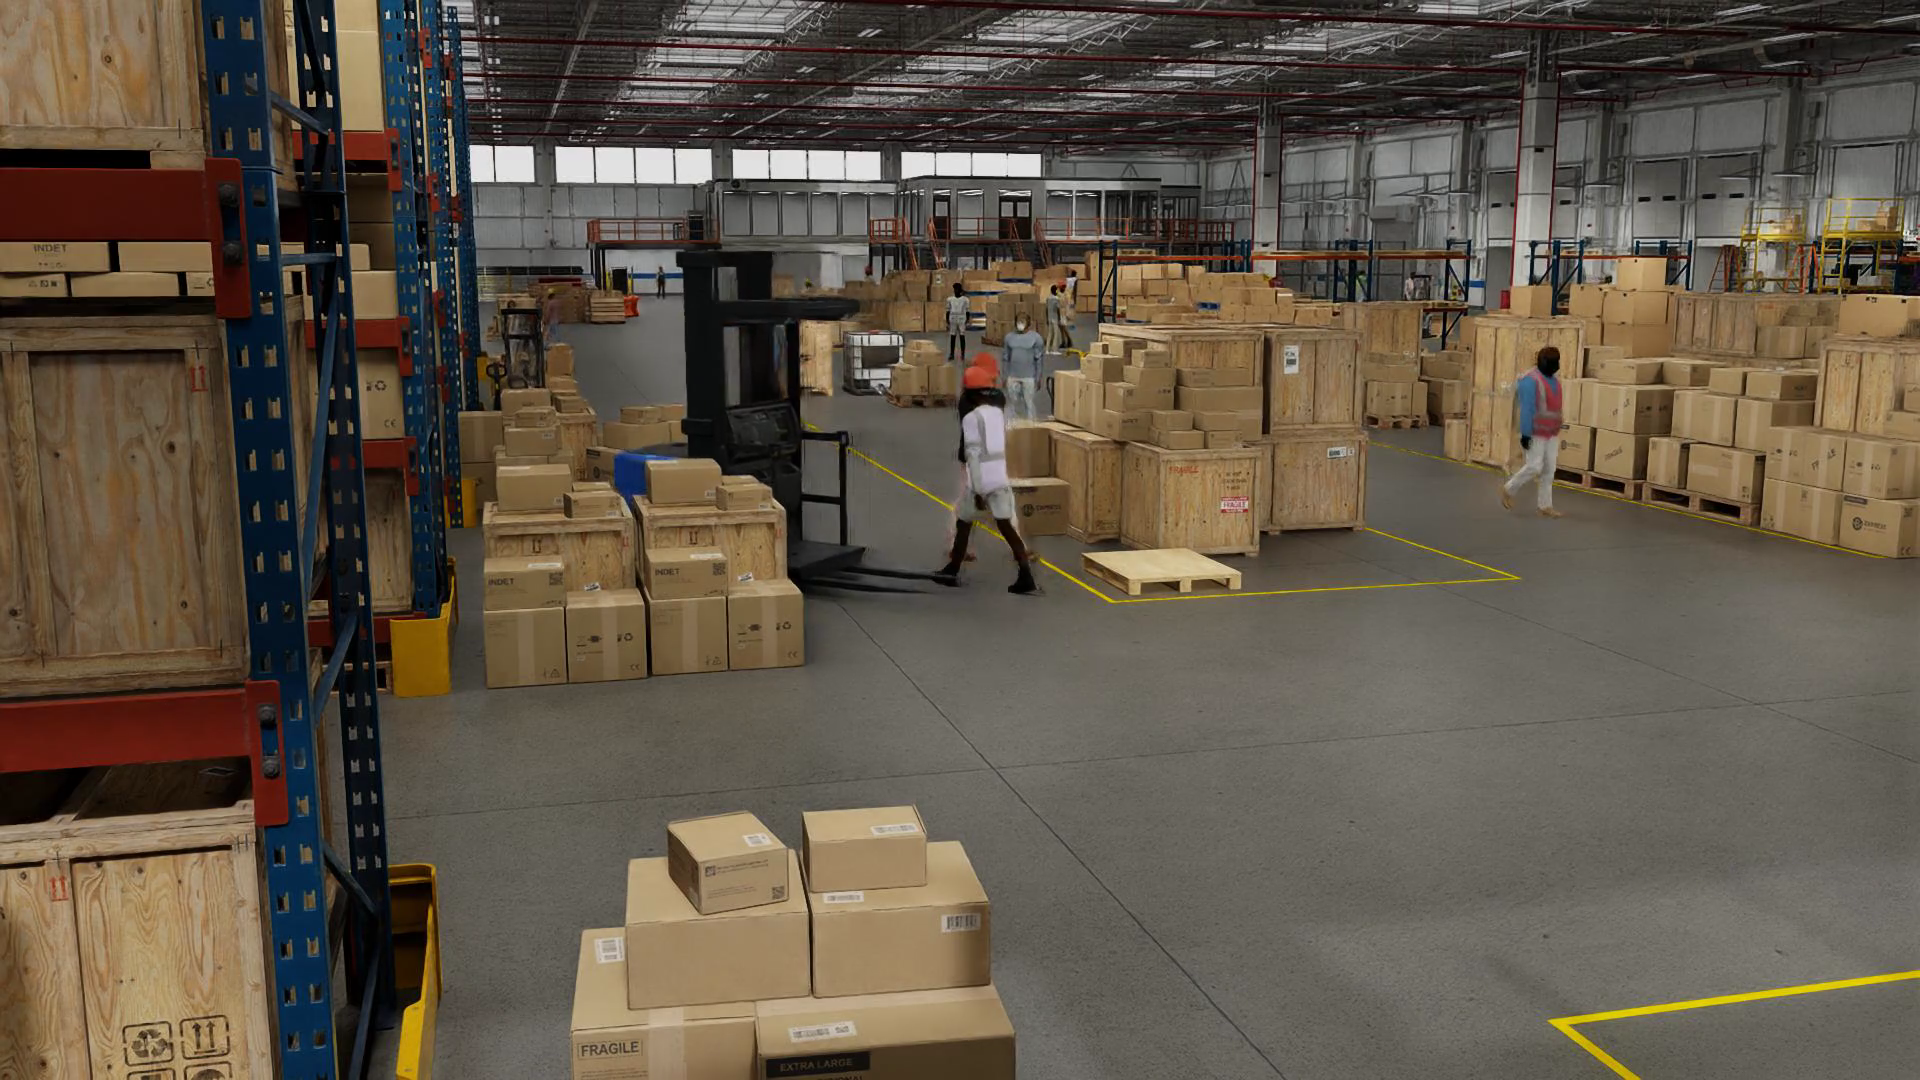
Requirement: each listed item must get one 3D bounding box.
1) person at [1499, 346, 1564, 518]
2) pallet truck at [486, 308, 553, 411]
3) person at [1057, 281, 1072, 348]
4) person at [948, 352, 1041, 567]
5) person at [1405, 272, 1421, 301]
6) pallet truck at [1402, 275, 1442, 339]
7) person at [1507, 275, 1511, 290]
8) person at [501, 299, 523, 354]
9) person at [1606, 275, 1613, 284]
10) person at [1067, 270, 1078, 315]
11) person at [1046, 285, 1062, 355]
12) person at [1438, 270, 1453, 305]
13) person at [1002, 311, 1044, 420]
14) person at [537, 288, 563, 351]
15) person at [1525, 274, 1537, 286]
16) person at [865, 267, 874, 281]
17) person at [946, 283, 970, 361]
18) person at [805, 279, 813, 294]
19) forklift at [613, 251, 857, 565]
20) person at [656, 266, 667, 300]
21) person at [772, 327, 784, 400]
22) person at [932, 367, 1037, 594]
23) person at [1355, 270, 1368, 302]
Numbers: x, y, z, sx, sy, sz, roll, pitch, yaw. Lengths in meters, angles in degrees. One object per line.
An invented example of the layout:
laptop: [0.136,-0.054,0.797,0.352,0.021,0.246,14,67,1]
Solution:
person: [6.126,-1.147,17.653,0.641,1.828,0.579,-7,12,-35]
pallet truck: [-6.242,-2.418,24.362,0.823,1.965,1.885,1,10,3]
person: [2.941,-6.357,46.953,0.381,1.903,0.582,-5,11,-27]
person: [0.261,-0.705,14.838,0.977,1.930,0.628,9,14,42]
person: [18.382,-9.973,67.601,0.620,1.840,0.430,4,11,24]
pallet truck: [14.620,-7.324,52.145,0.823,1.965,1.885,8,13,40]
person: [19.520,-8.416,58.699,1.009,1.877,0.609,9,13,41]
person: [-10.468,-4.805,38.894,0.515,1.640,0.314,-5,11,-28]
person: [22.915,-8.424,58.810,0.658,1.839,0.504,3,10,15]
person: [4.587,-10.280,69.245,0.636,1.883,0.633,-9,13,-41]
person: [2.478,-5.828,44.084,0.316,1.859,0.526,-9,13,-41]
person: [21.006,-10.767,71.866,0.627,1.926,0.848,1,10,3]
person: [0.899,-2.340,24.089,0.627,1.940,0.372,4,11,21]
person: [-11.128,-5.952,45.127,0.881,1.718,0.551,2,10,11]
person: [17.384,-7.104,50.776,0.712,2.000,0.535,-7,12,-34]
person: [-3.894,-10.604,70.756,0.395,1.999,0.626,-7,12,-34]
person: [-0.058,-5.480,41.791,0.614,1.964,0.361,2,10,10]
person: [-5.464,-8.460,59.396,0.875,1.696,0.513,1,10,4]
forklift: [-1.995,-1.089,14.338,1.873,2.768,1.129,6,12,29]
person: [-16.038,-13.791,89.271,0.549,1.821,0.636,-4,11,-20]
person: [-3.479,-3.302,30.230,0.550,1.684,0.362,-4,11,-22]
person: [0.226,-0.490,13.809,1.044,1.877,0.547,9,13,42]
person: [17.751,-10.985,73.359,0.632,1.821,0.661,-9,14,-43]
